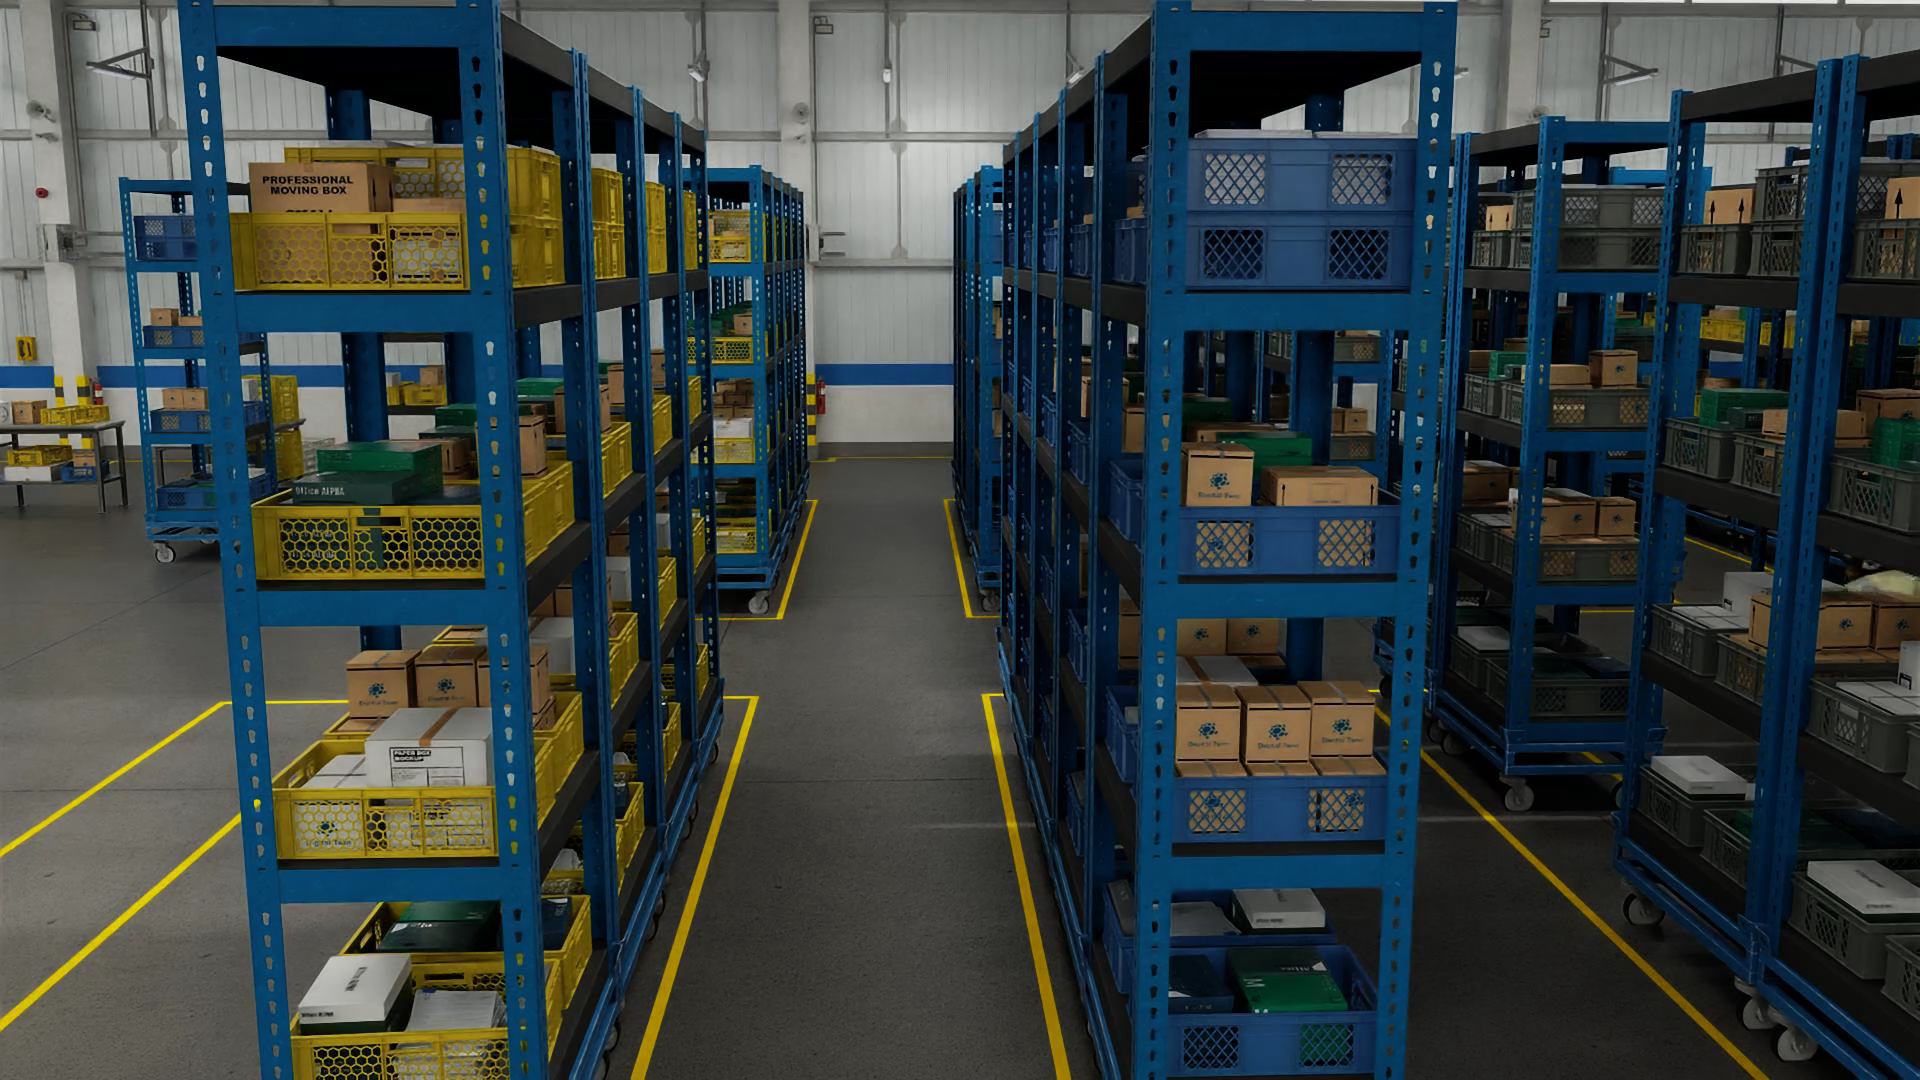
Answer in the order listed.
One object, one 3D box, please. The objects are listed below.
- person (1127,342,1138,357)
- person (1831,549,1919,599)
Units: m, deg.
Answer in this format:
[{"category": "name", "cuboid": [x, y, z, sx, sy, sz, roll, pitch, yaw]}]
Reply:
[{"category": "person", "cuboid": [2.215, -1.505, 20.336, 0.606, 1.833, 0.579, -2, 10, -10]}, {"category": "person", "cuboid": [4.056, 0.751, 7.529, 0.626, 1.808, 0.620, -3, 11, -19]}]
